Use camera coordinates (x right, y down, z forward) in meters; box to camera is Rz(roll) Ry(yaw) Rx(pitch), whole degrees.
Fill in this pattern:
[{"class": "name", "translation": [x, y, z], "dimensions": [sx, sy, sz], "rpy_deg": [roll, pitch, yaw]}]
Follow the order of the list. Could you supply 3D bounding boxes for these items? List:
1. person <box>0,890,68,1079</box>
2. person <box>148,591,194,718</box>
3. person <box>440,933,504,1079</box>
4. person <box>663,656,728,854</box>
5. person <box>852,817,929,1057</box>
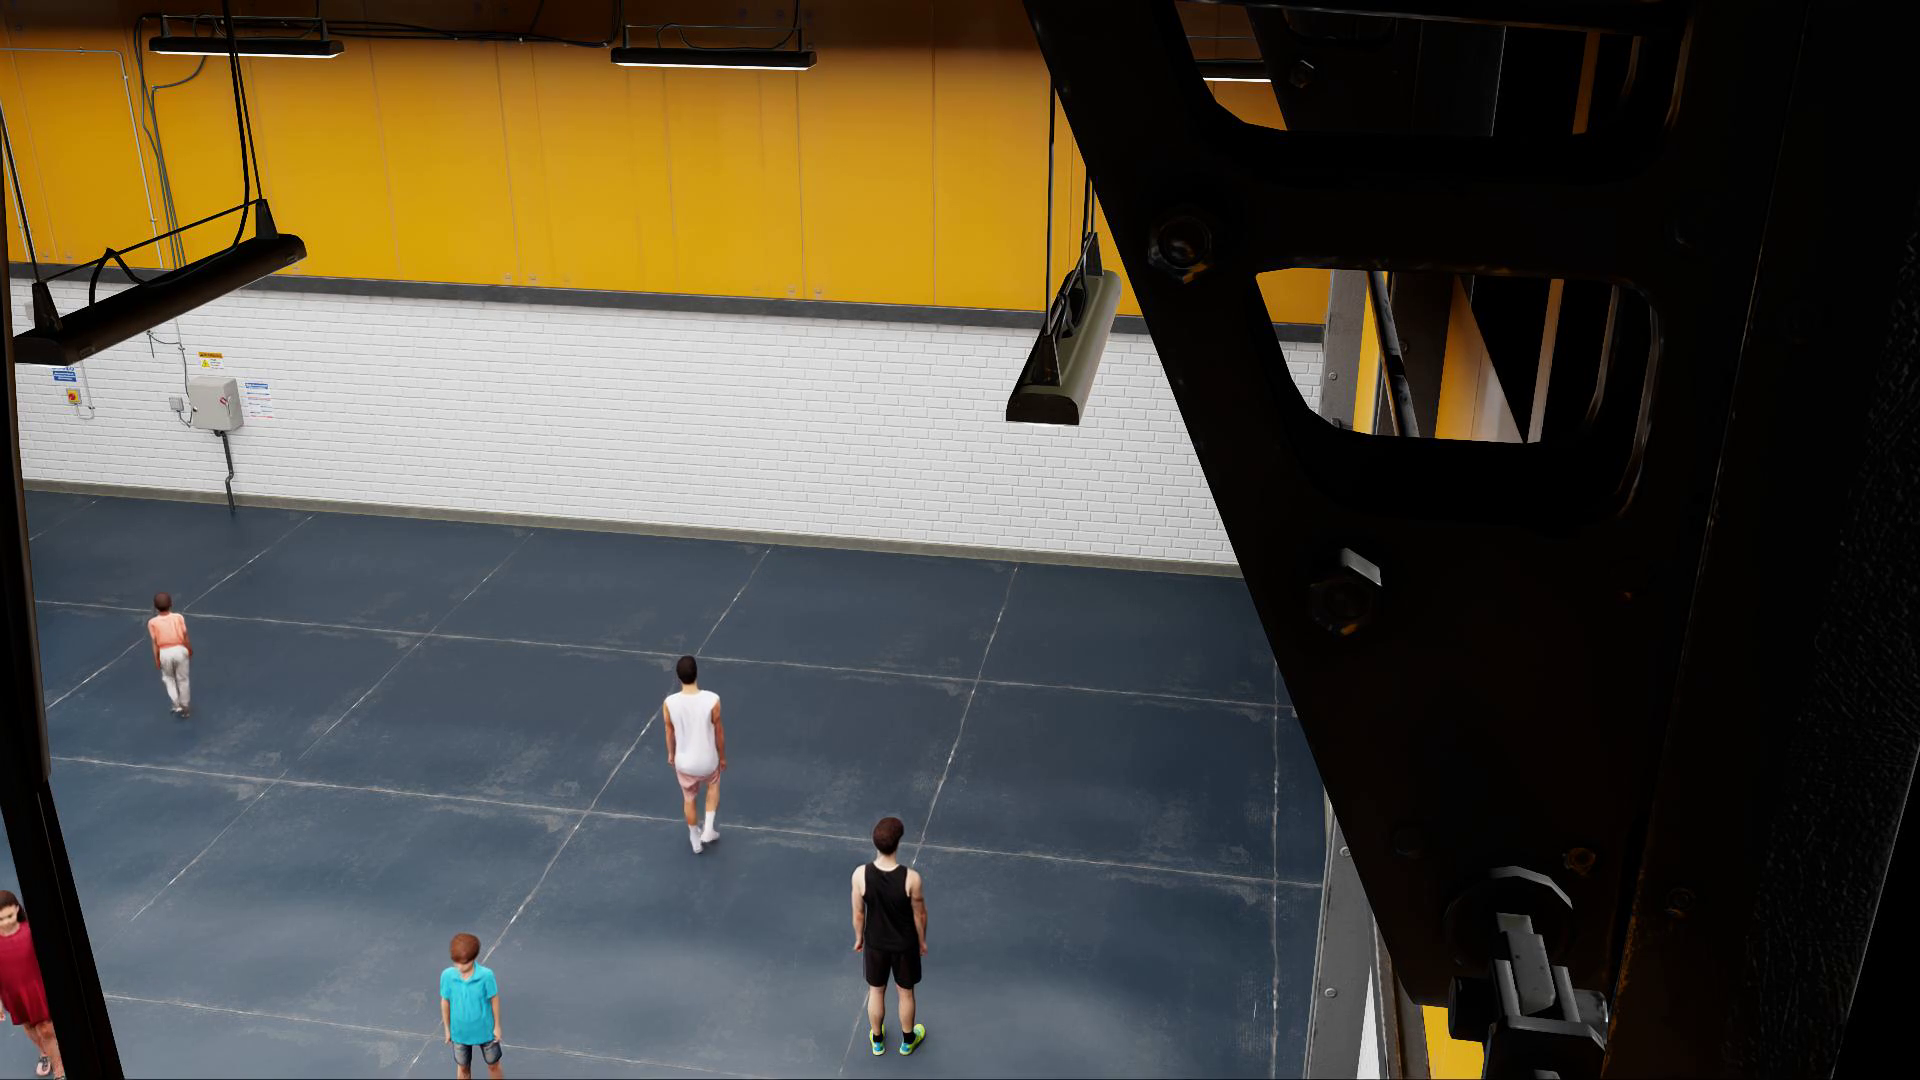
[{"class": "person", "translation": [-6.422, 3.016, 11.413], "dimensions": [0.772, 1.531, 0.889], "rpy_deg": [-9, 25, -20]}, {"class": "person", "translation": [-7.586, 1.119, 16.037], "dimensions": [0.573, 1.302, 0.621], "rpy_deg": [-12, 26, -25]}, {"class": "person", "translation": [-3.237, 3.217, 11.055], "dimensions": [0.567, 1.449, 0.555], "rpy_deg": [-2, 24, -4]}, {"class": "person", "translation": [-2.200, 1.836, 13.808], "dimensions": [0.721, 1.773, 0.723], "rpy_deg": [-1, 24, -2]}, {"class": "person", "translation": [-0.483, 2.764, 11.537], "dimensions": [0.682, 1.892, 0.600], "rpy_deg": [2, 24, 5]}]
